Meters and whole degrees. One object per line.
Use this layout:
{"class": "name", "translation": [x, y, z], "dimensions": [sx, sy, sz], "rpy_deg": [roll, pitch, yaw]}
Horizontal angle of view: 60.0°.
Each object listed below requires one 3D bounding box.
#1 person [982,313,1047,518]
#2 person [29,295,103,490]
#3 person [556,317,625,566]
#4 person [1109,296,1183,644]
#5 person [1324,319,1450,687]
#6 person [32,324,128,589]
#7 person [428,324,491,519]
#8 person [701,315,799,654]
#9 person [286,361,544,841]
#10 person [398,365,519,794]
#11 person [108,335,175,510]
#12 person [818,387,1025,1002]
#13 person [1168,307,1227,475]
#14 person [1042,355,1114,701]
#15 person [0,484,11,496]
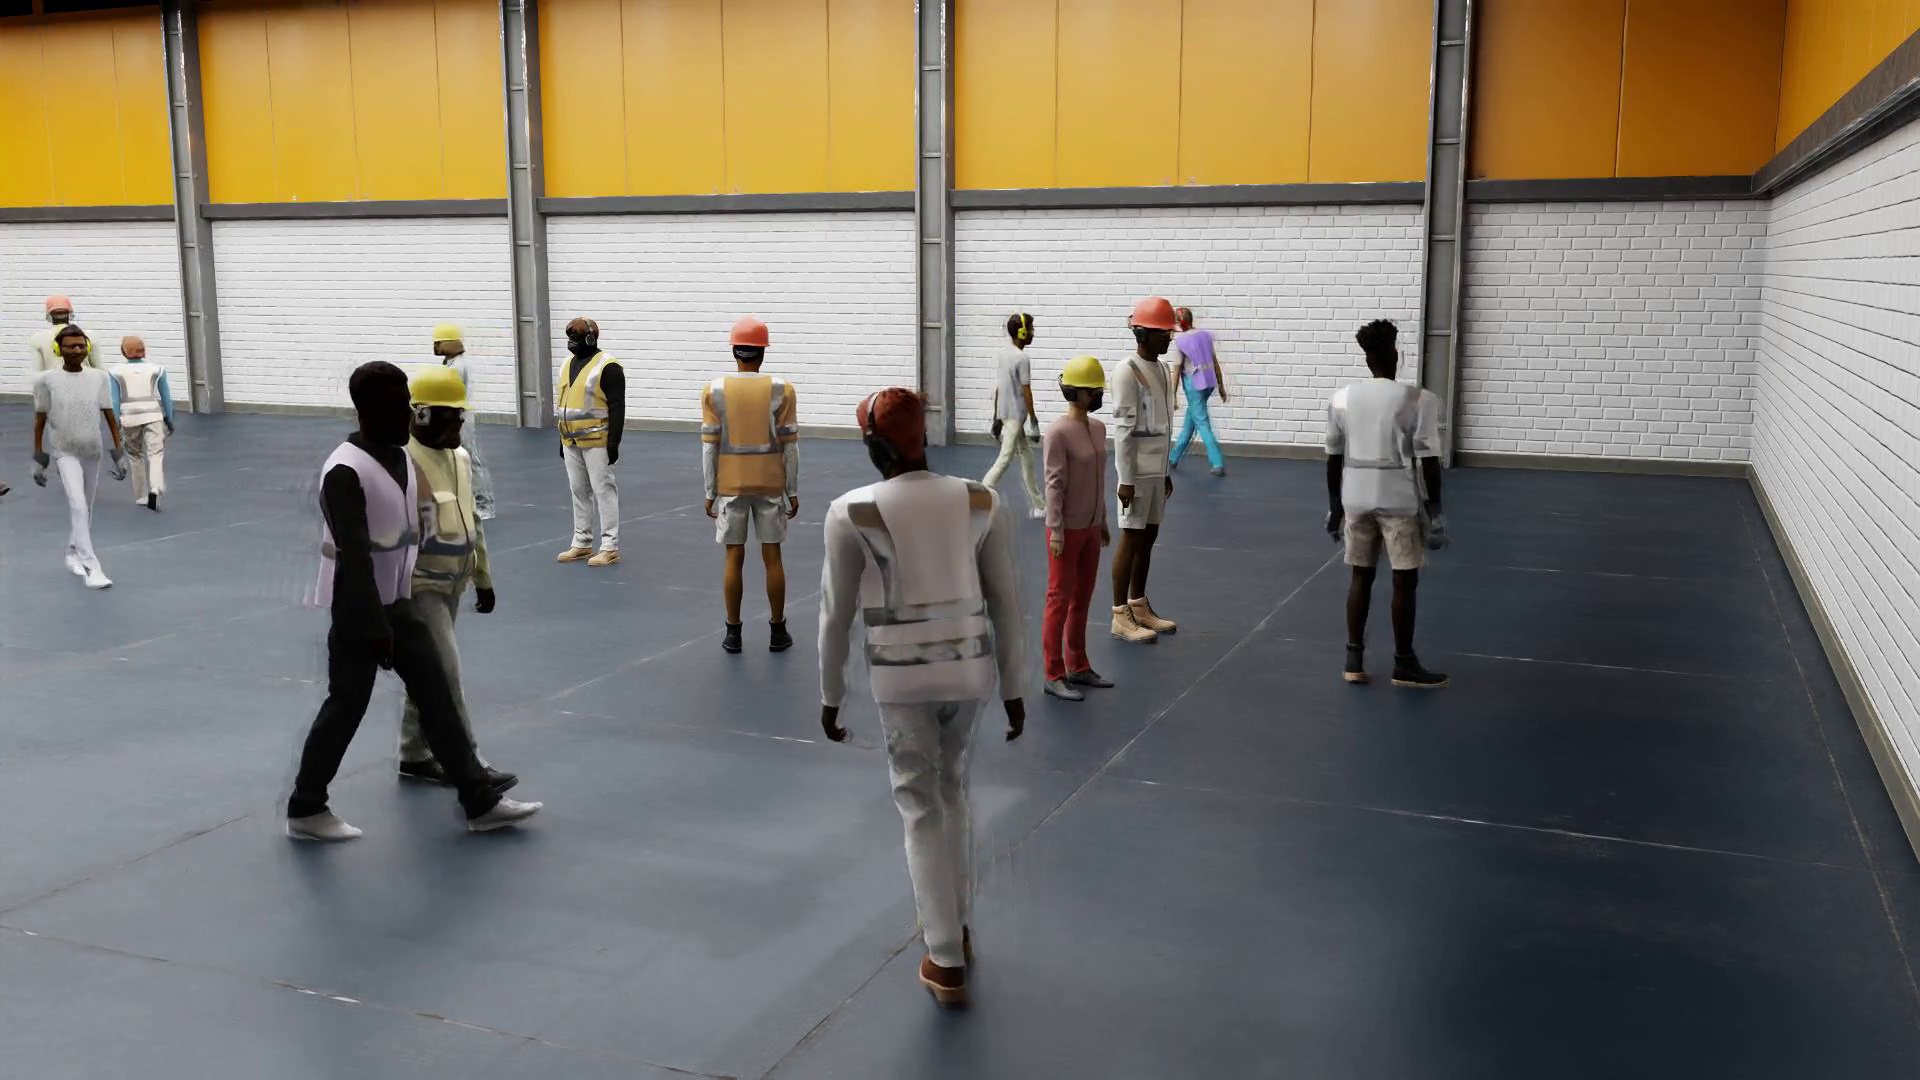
{"class": "person", "translation": [0.461, -1.049, 14.386], "dimensions": [0.987, 1.827, 0.552], "rpy_deg": [-4, 10, -21]}
{"class": "person", "translation": [-8.638, -1.398, 16.134], "dimensions": [0.617, 1.938, 1.032], "rpy_deg": [-4, 10, -24]}
{"class": "person", "translation": [-2.769, -0.728, 12.357], "dimensions": [0.634, 1.842, 0.429], "rpy_deg": [7, 12, 36]}
{"class": "person", "translation": [1.121, -0.417, 9.867], "dimensions": [0.391, 2.039, 0.615], "rpy_deg": [5, 11, 30]}
{"class": "person", "translation": [2.277, -0.179, 8.778], "dimensions": [0.744, 1.942, 0.372], "rpy_deg": [8, 12, 41]}
{"class": "person", "translation": [-6.189, -0.600, 11.667], "dimensions": [0.989, 1.825, 0.553], "rpy_deg": [9, 13, 42]}
{"class": "person", "translation": [-4.446, -1.001, 14.395], "dimensions": [0.745, 1.717, 0.502], "rpy_deg": [-6, 11, -34]}
{"class": "person", "translation": [-1.198, -0.313, 9.550], "dimensions": [0.552, 1.936, 0.358], "rpy_deg": [-1, 9, -6]}
{"class": "person", "translation": [-2.174, 0.250, 6.368], "dimensions": [0.982, 1.863, 0.606], "rpy_deg": [1, 9, 7]}
{"class": "person", "translation": [-2.102, 0.178, 6.962], "dimensions": [0.751, 1.801, 0.614], "rpy_deg": [3, 10, 15]}
{"class": "person", "translation": [-7.445, -1.070, 15.164], "dimensions": [0.537, 1.601, 0.795], "rpy_deg": [-5, 11, -29]}
{"class": "person", "translation": [-0.121, 0.457, 5.145], "dimensions": [0.596, 1.843, 0.707], "rpy_deg": [-4, 10, -22]}
{"class": "person", "translation": [2.498, -1.587, 17.774], "dimensions": [0.960, 1.771, 0.643], "rpy_deg": [9, 13, 44]}
{"class": "person", "translation": [0.620, -0.067, 8.585], "dimensions": [0.318, 1.766, 0.530], "rpy_deg": [6, 11, 34]}
{"class": "person", "translation": [-9.553, -1.255, 15.487], "dimensions": [1.015, 1.886, 0.627], "rpy_deg": [-2, 9, -9]}
